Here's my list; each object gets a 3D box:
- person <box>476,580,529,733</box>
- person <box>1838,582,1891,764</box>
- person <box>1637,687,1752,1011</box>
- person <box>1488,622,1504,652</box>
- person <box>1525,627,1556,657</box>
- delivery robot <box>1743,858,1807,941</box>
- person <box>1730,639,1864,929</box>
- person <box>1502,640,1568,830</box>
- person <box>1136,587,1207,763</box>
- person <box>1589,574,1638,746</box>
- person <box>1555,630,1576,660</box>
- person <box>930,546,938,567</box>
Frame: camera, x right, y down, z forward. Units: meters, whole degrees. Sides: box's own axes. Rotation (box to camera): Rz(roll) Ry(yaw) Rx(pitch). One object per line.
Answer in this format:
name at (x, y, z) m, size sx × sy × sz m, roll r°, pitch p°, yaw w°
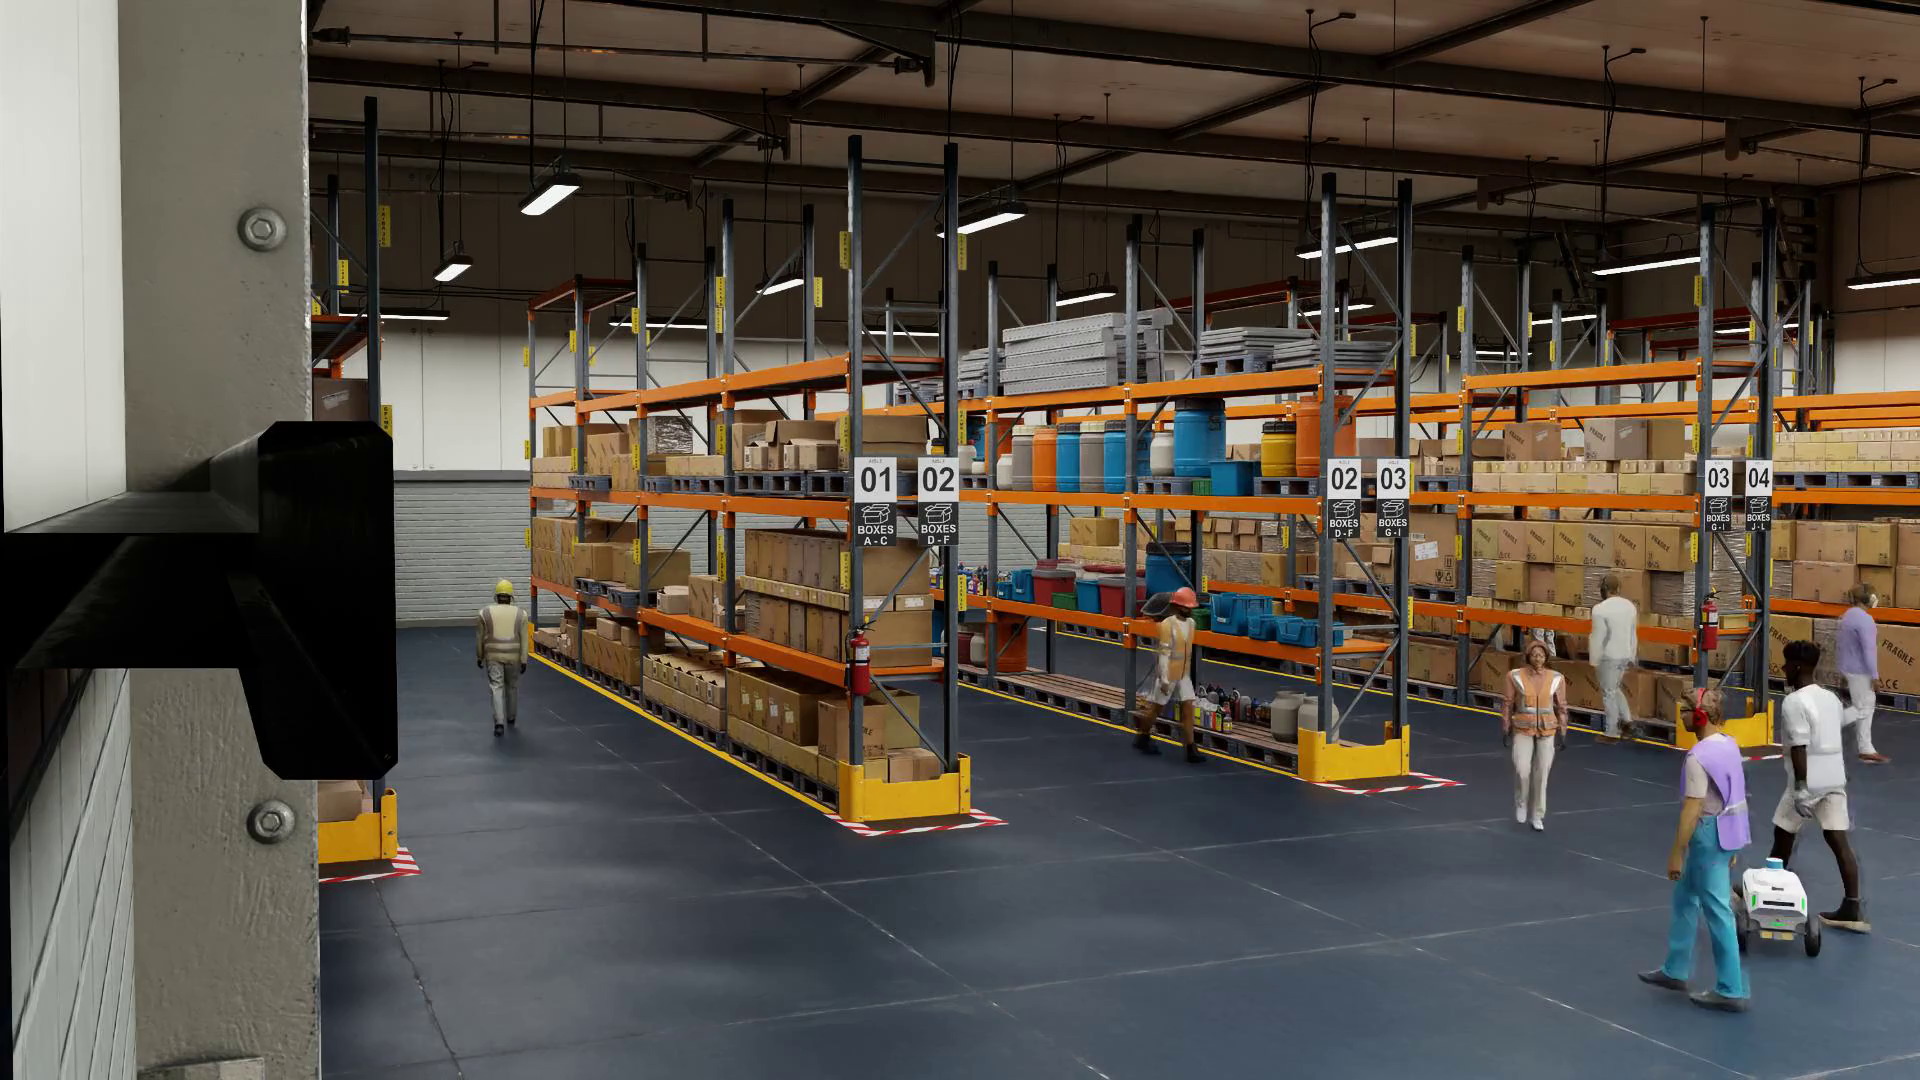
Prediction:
person at (-5.407, 1.372, 21.172) m, size 0.591 × 1.787 × 0.949 m, roll -1°, pitch 2°, yaw -18°
person at (9.339, 1.394, 18.798) m, size 0.769 × 1.919 × 0.627 m, roll 1°, pitch 2°, yaw 14°
person at (4.196, 1.759, 10.372) m, size 0.762 × 1.820 × 0.597 m, roll 2°, pitch 3°, yaw 37°
person at (8.642, 1.050, 29.245) m, size 0.629 × 1.791 × 0.861 m, roll -1°, pitch 2°, yaw -22°
person at (8.175, 1.166, 25.190) m, size 0.575 × 1.881 × 0.356 m, roll -1°, pitch 2°, yaw -26°
delivery robot at (5.290, 2.313, 11.640) m, size 0.477 × 0.478 × 0.707 m, roll 1°, pitch 2°, yaw 20°
person at (5.768, 1.644, 12.271) m, size 0.618 × 1.909 × 0.982 m, roll -1°, pitch 3°, yaw -31°
person at (4.927, 1.665, 15.335) m, size 0.538 × 1.623 × 0.371 m, roll 0°, pitch 2°, yaw 8°
person at (2.256, 1.415, 19.148) m, size 0.547 × 1.872 × 1.012 m, roll -2°, pitch 3°, yaw -35°
person at (7.295, 1.340, 20.064) m, size 0.657 × 1.924 × 0.430 m, roll -1°, pitch 3°, yaw -30°
person at (8.875, 1.061, 26.516) m, size 0.630 × 1.984 × 1.031 m, roll -1°, pitch 2°, yaw -23°
person at (-0.495, 0.756, 34.577) m, size 0.406 × 1.986 × 0.617 m, roll 1°, pitch 3°, yaw 34°
